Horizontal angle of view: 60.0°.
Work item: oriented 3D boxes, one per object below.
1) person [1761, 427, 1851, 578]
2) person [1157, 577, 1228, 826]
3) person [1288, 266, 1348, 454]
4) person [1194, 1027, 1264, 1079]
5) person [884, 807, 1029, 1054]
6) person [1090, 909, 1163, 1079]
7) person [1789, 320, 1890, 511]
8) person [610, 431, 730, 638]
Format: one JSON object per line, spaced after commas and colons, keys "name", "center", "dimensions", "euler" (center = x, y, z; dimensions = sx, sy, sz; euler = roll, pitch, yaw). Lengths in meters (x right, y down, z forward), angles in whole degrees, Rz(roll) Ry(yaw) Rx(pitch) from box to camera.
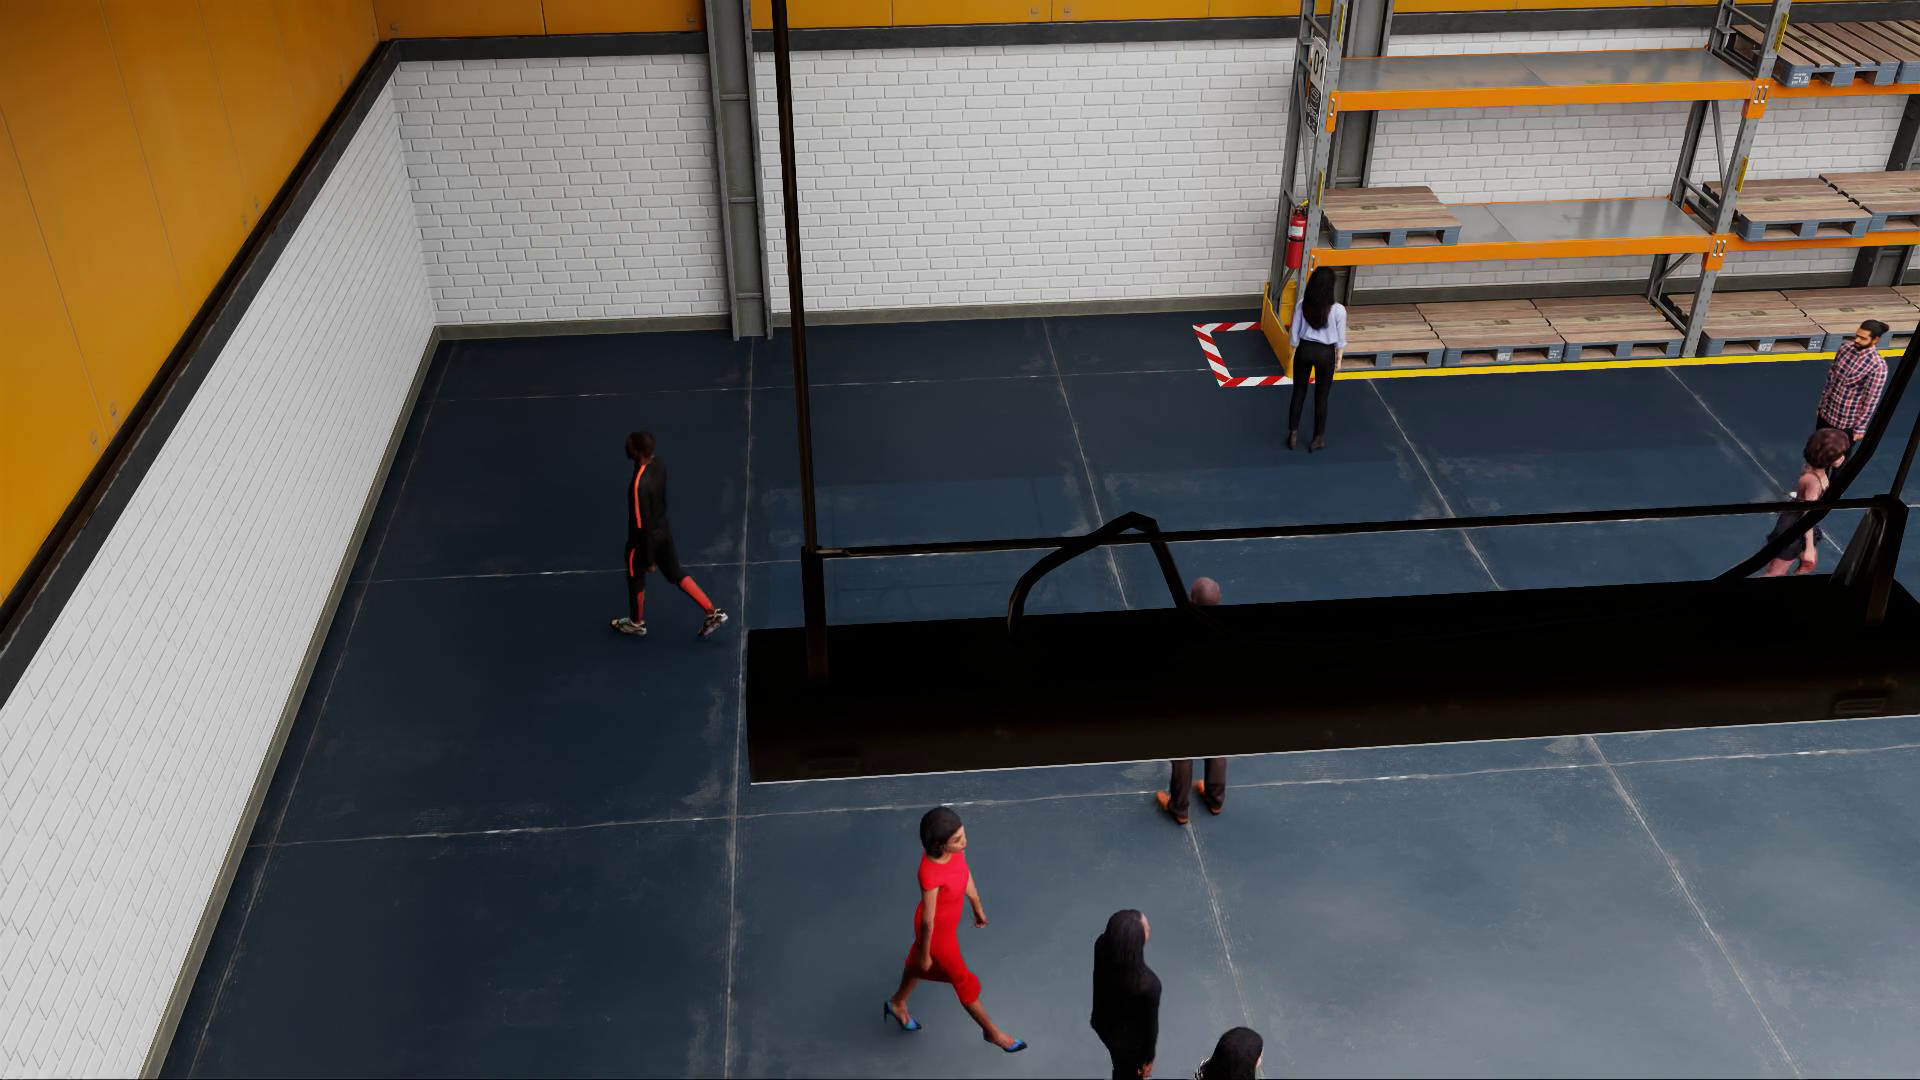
{"name": "person", "center": [6.096, -0.067, 12.331], "dimensions": [0.842, 1.777, 0.775], "euler": [17, 37, 24]}
{"name": "person", "center": [1.550, 1.040, 10.645], "dimensions": [0.640, 1.799, 0.792], "euler": [-13, 36, -18]}
{"name": "person", "center": [3.119, -1.591, 14.653], "dimensions": [0.655, 1.745, 0.793], "euler": [12, 36, 18]}
{"name": "person", "center": [1.159, 2.977, 7.761], "dimensions": [1.109, 1.766, 0.914], "euler": [-21, 39, -28]}
{"name": "person", "center": [-0.189, 2.128, 9.100], "dimensions": [1.163, 1.699, 0.866], "euler": [9, 35, 14]}
{"name": "person", "center": [0.757, 2.553, 8.459], "dimensions": [1.093, 1.700, 0.914], "euler": [-20, 39, -28]}
{"name": "person", "center": [7.355, -1.047, 13.826], "dimensions": [0.616, 1.754, 0.711], "euler": [-9, 35, -13]}
{"name": "person", "center": [-2.178, 0.003, 12.226], "dimensions": [1.249, 1.776, 0.908], "euler": [9, 35, 13]}
